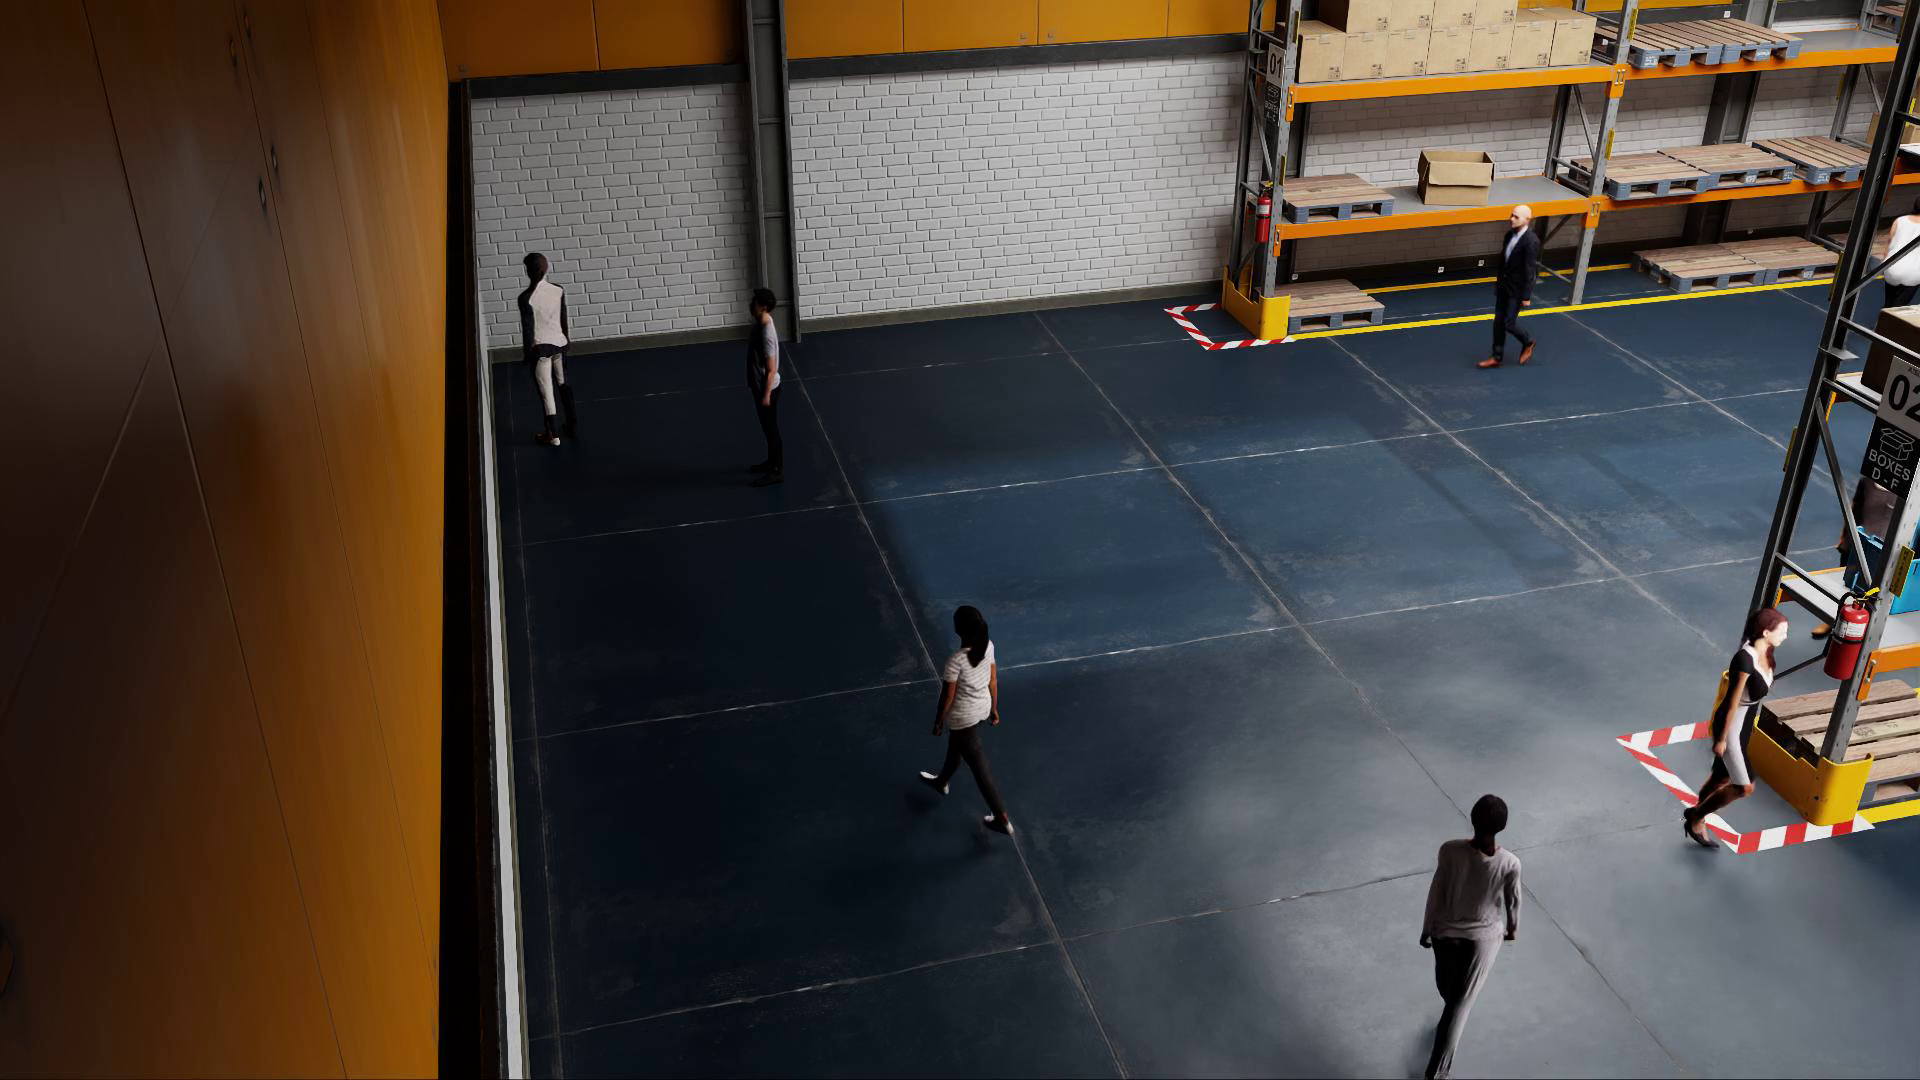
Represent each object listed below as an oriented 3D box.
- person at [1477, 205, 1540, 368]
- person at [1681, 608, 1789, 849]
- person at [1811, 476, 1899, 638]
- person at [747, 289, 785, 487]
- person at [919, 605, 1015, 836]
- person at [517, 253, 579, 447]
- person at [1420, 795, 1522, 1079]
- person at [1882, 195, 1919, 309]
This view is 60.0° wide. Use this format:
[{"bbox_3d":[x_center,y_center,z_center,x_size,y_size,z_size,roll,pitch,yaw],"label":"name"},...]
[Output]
[{"bbox_3d":[5.934,-2.677,17.650,0.873,1.792,0.722,-9,30,-17],"label":"person"},{"bbox_3d":[4.818,1.193,10.560,0.788,1.786,0.716,20,34,32],"label":"person"},{"bbox_3d":[7.014,0.016,12.791,0.709,1.717,0.705,-24,37,-37],"label":"person"},{"bbox_3d":[-1.775,-1.415,15.261,0.553,1.864,0.670,-6,29,-10],"label":"person"},{"bbox_3d":[0.117,1.192,10.755,1.043,1.602,1.107,23,36,36],"label":"person"},{"bbox_3d":[-3.979,-1.840,16.013,0.844,1.890,0.735,23,36,35],"label":"person"},{"bbox_3d":[2.674,2.167,8.839,1.111,1.725,1.120,13,31,22],"label":"person"},{"bbox_3d":[10.395,-2.979,18.333,0.971,1.668,0.871,-23,36,-36],"label":"person"}]
